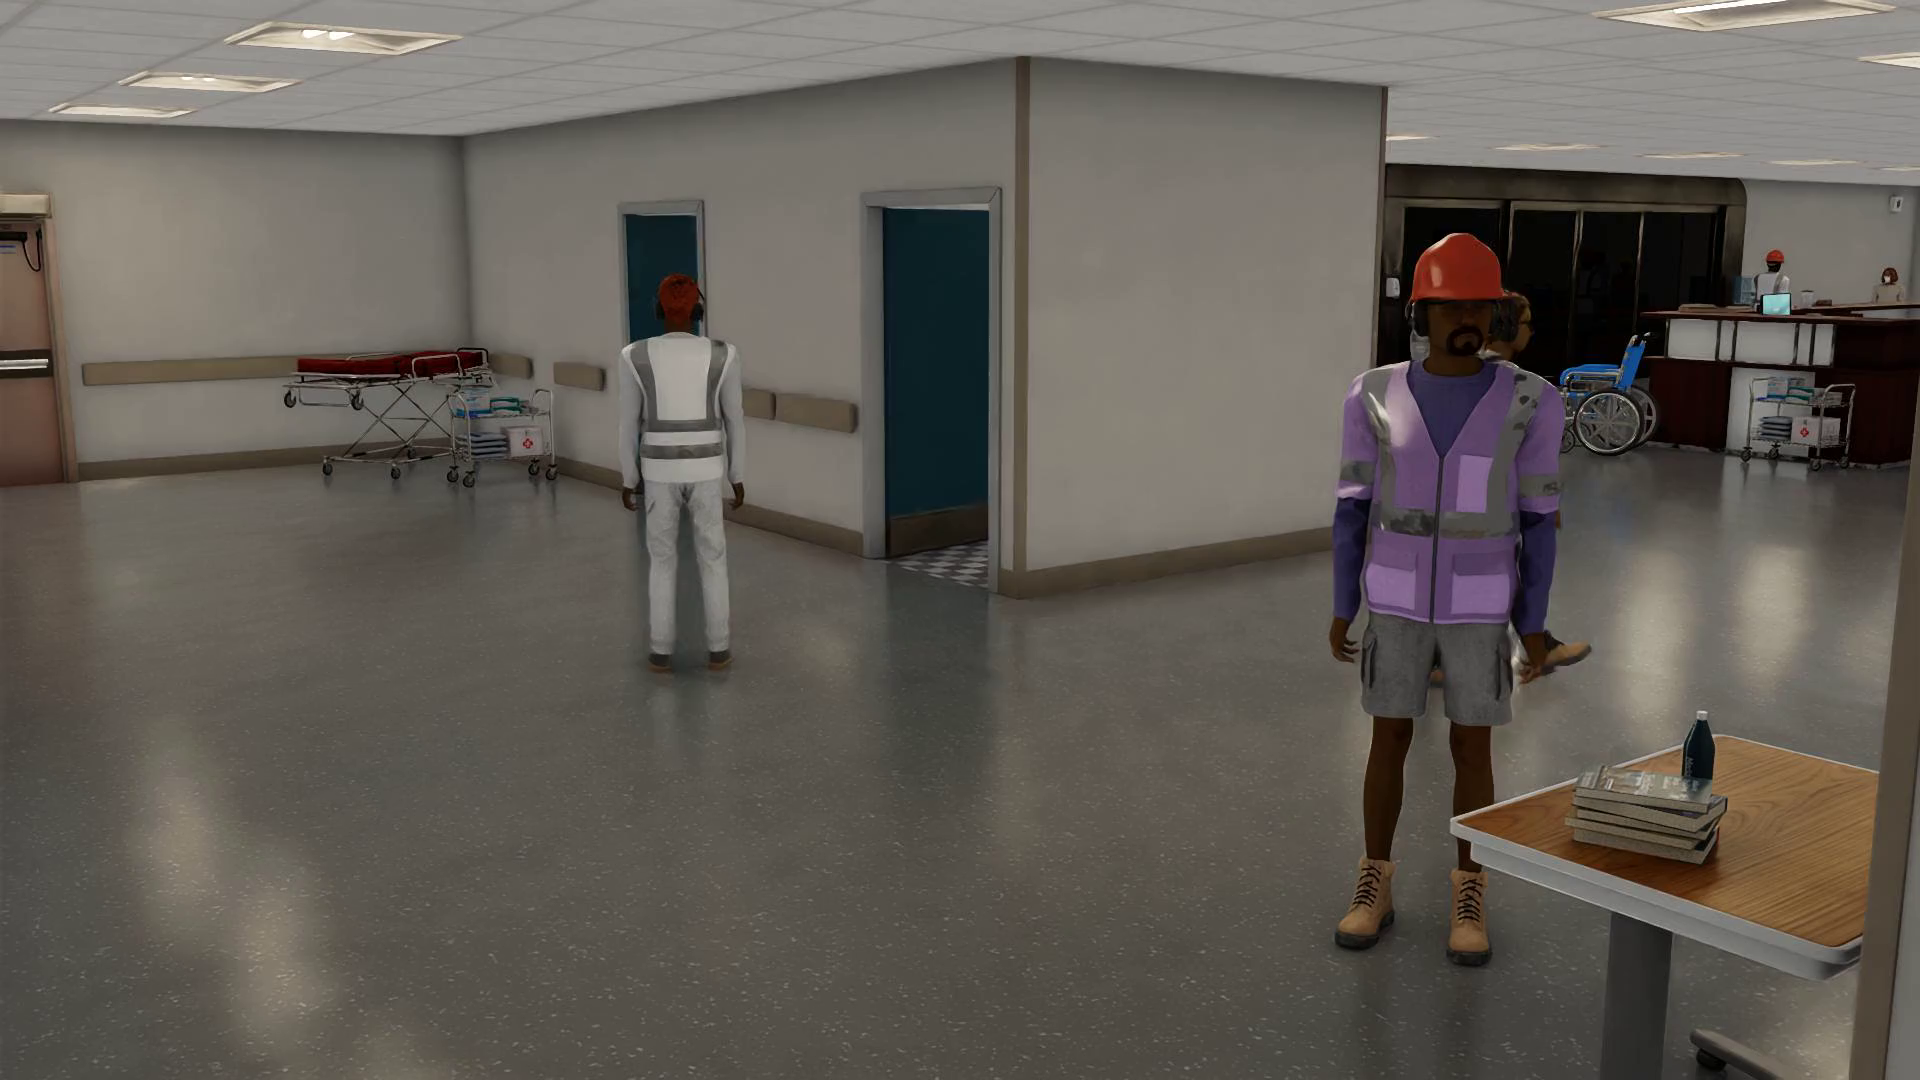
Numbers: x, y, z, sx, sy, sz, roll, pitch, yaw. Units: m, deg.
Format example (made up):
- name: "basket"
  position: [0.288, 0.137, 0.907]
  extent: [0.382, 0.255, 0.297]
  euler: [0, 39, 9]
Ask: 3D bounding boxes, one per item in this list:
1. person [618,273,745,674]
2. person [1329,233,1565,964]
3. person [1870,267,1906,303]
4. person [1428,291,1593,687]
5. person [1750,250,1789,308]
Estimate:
- name: "person"
  position: [-1.302, -0.305, 7.832]
  extent: [0.584, 1.882, 0.337]
  euler: [-2, 10, -12]
- name: "person"
  position: [1.347, 0.175, 4.688]
  extent: [0.614, 2.046, 0.366]
  euler: [4, 11, 22]
- name: "person"
  position: [15.040, -3.603, 27.011]
  extent: [0.507, 1.631, 0.265]
  euler: [9, 14, 42]
- name: "person"
  position: [2.502, -0.210, 7.526]
  extent: [0.944, 1.799, 0.517]
  euler: [0, 10, 0]
- name: "person"
  position: [11.663, -3.206, 23.974]
  extent: [0.393, 1.929, 0.546]
  euler: [-7, 12, -35]
